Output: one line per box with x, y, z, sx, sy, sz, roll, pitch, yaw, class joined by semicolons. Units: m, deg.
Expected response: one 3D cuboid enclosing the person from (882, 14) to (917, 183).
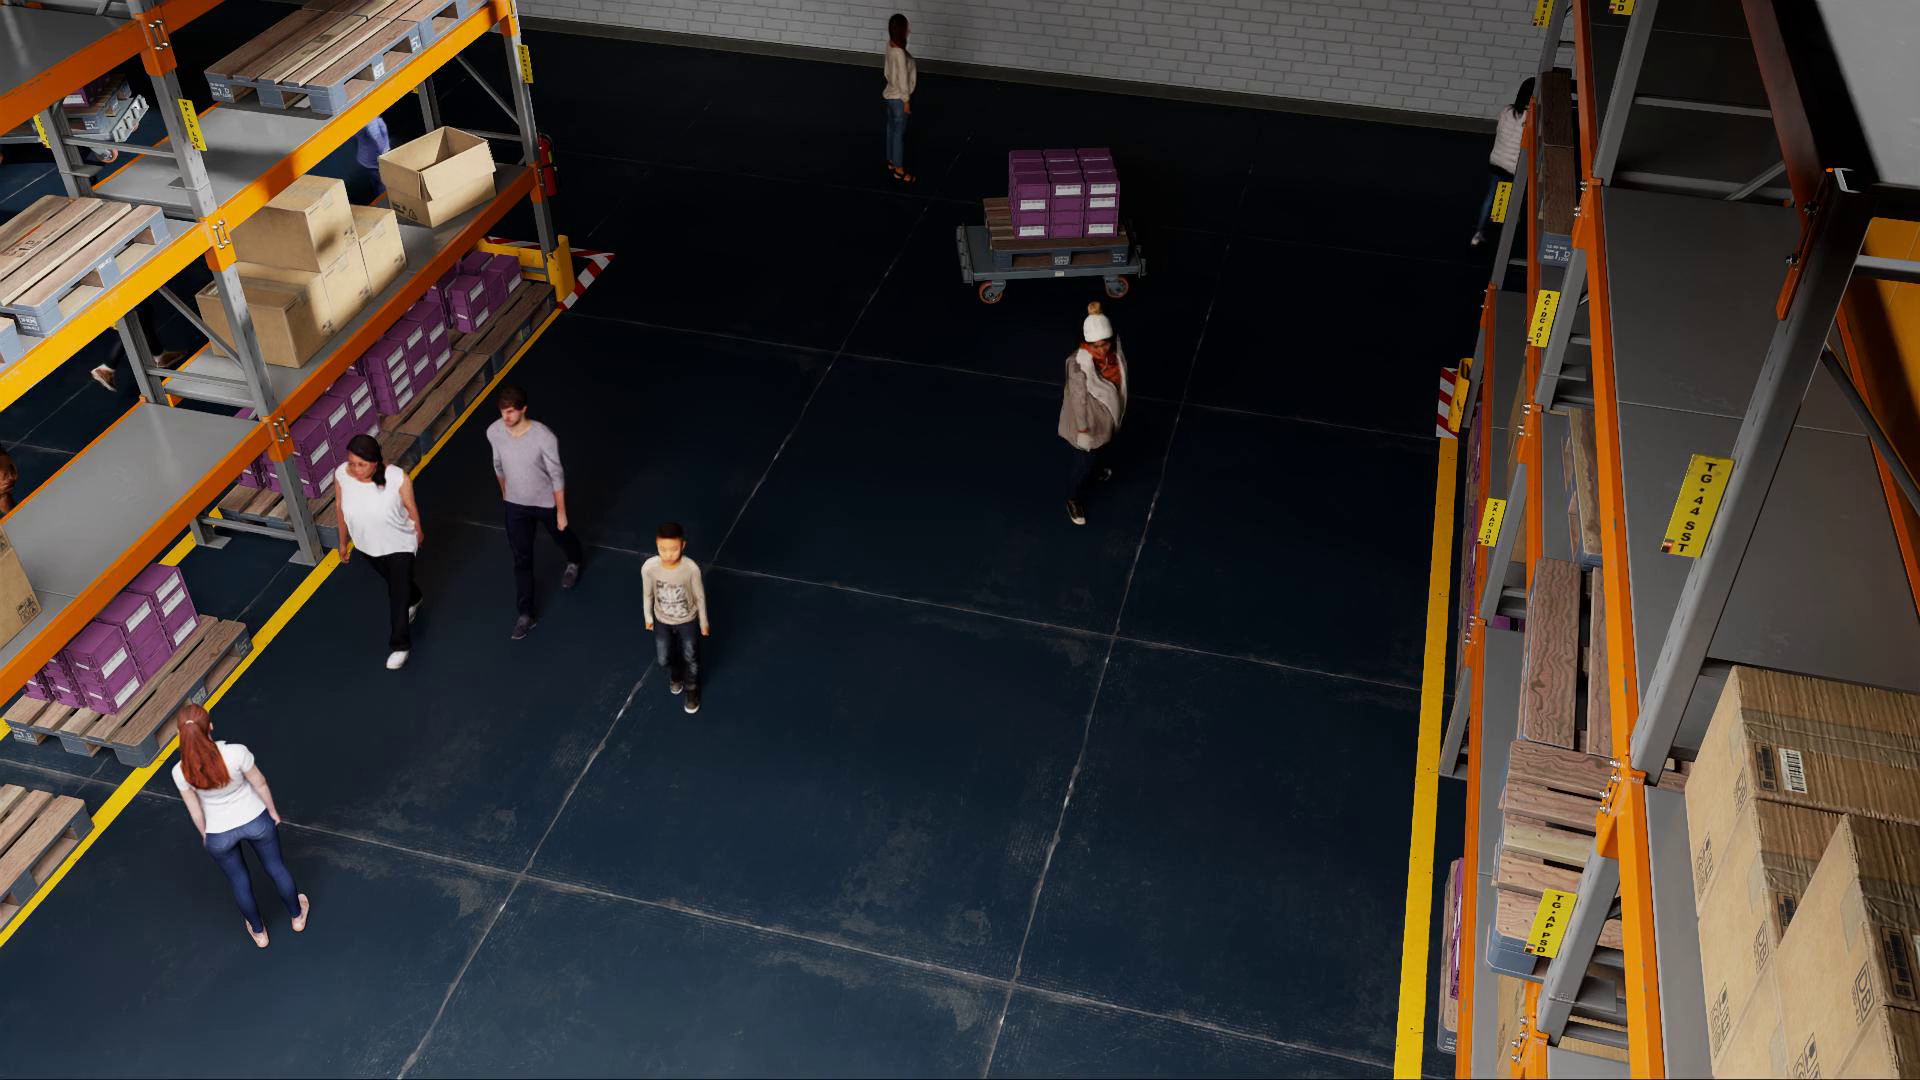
-0.625;-4.398;16.534;0.758;1.680;0.651;-10;40;-12;person

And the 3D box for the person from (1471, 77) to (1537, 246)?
5.073;-3.480;15.448;0.860;1.601;1.140;25;45;28;person

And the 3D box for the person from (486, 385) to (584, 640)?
-2.845;-0.301;11.315;0.730;1.792;1.164;7;39;8;person

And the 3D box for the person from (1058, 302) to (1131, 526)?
0.955;-0.997;12.116;1.050;1.879;0.791;15;41;18;person

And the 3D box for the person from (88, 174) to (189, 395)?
-6.859;-2.058;13.451;0.892;1.870;1.194;23;44;26;person

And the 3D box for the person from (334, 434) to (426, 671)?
-3.816;-0.037;11.099;0.691;1.650;1.068;7;39;9;person

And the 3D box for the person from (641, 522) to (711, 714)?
-1.801;0.445;10.650;0.649;1.456;0.680;-1;39;-1;person

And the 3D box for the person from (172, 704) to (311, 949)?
-3.924;1.556;9.030;0.650;1.740;0.706;-18;42;-22;person
